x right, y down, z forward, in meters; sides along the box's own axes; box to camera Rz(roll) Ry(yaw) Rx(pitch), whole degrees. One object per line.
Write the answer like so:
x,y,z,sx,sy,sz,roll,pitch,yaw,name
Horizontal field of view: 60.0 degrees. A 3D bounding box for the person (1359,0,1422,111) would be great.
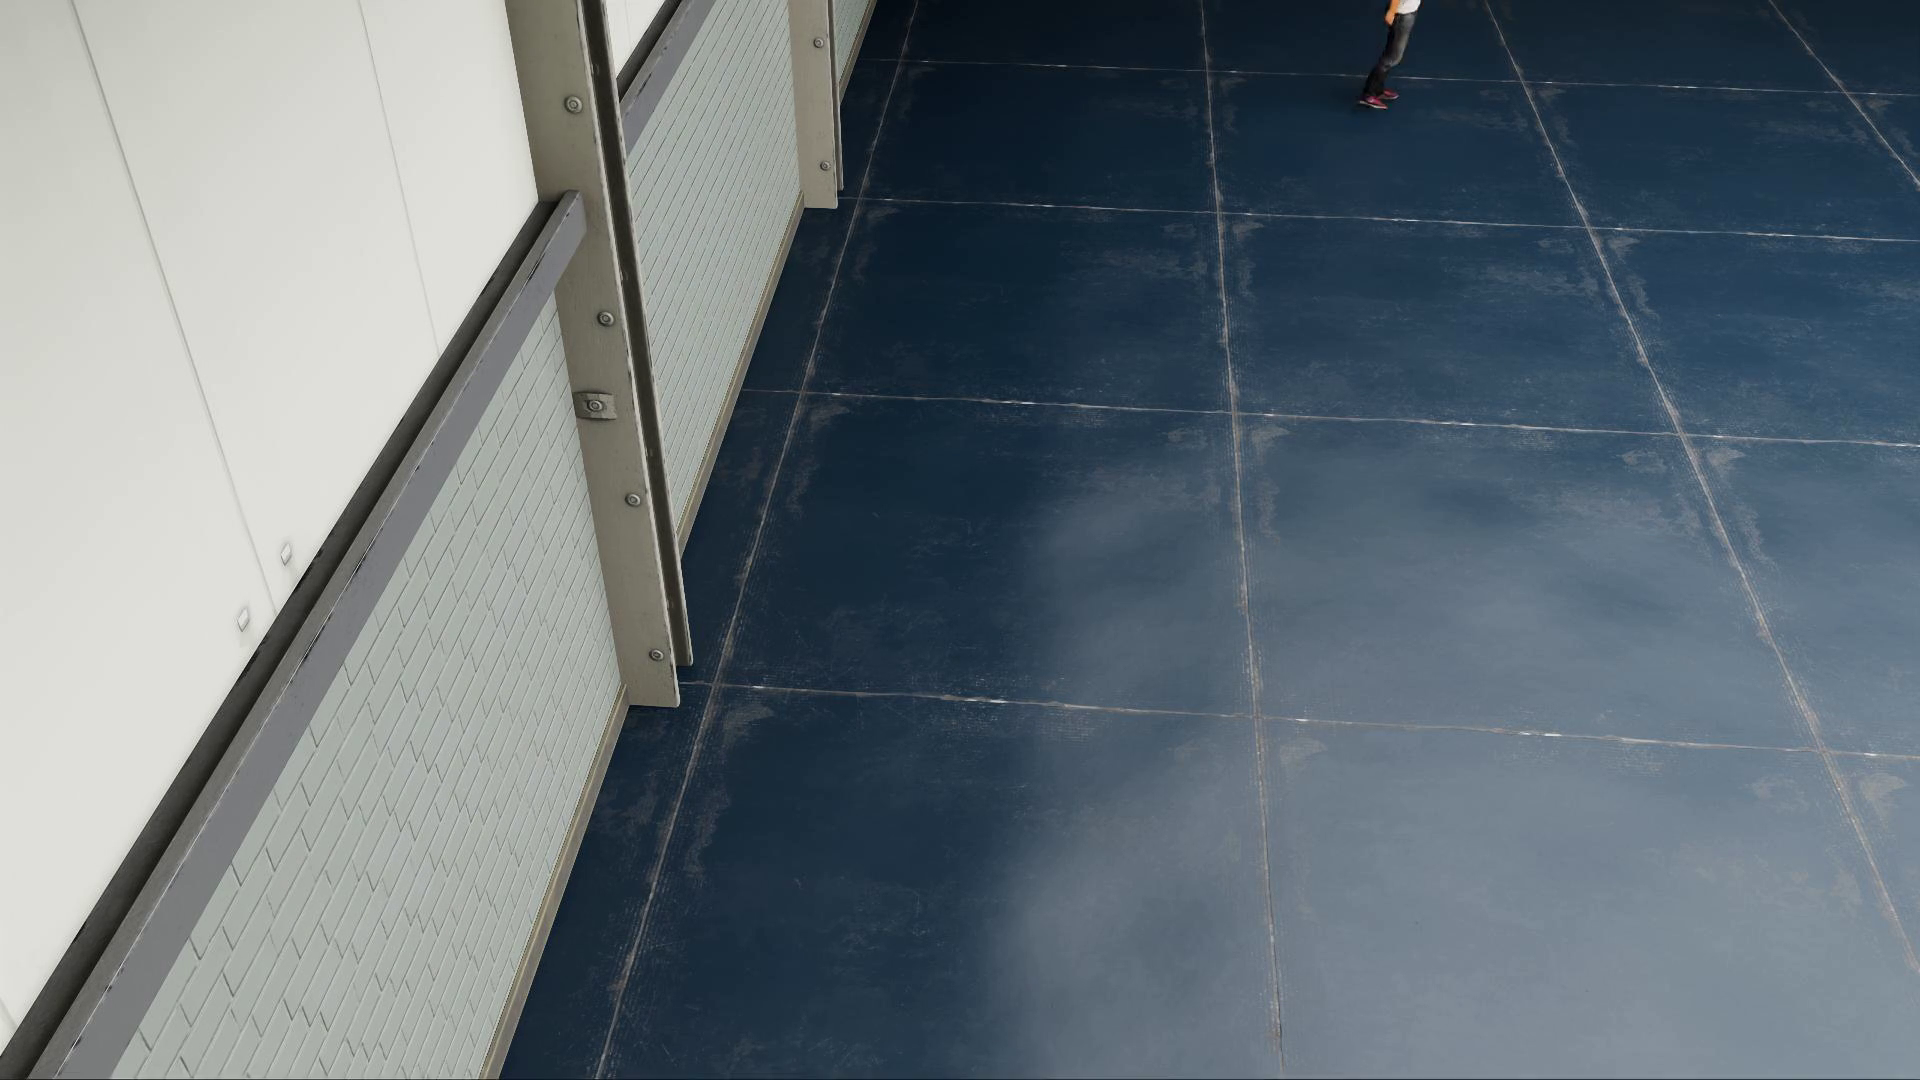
3.925,-4.780,14.995,0.902,1.762,0.681,22,43,26,person
